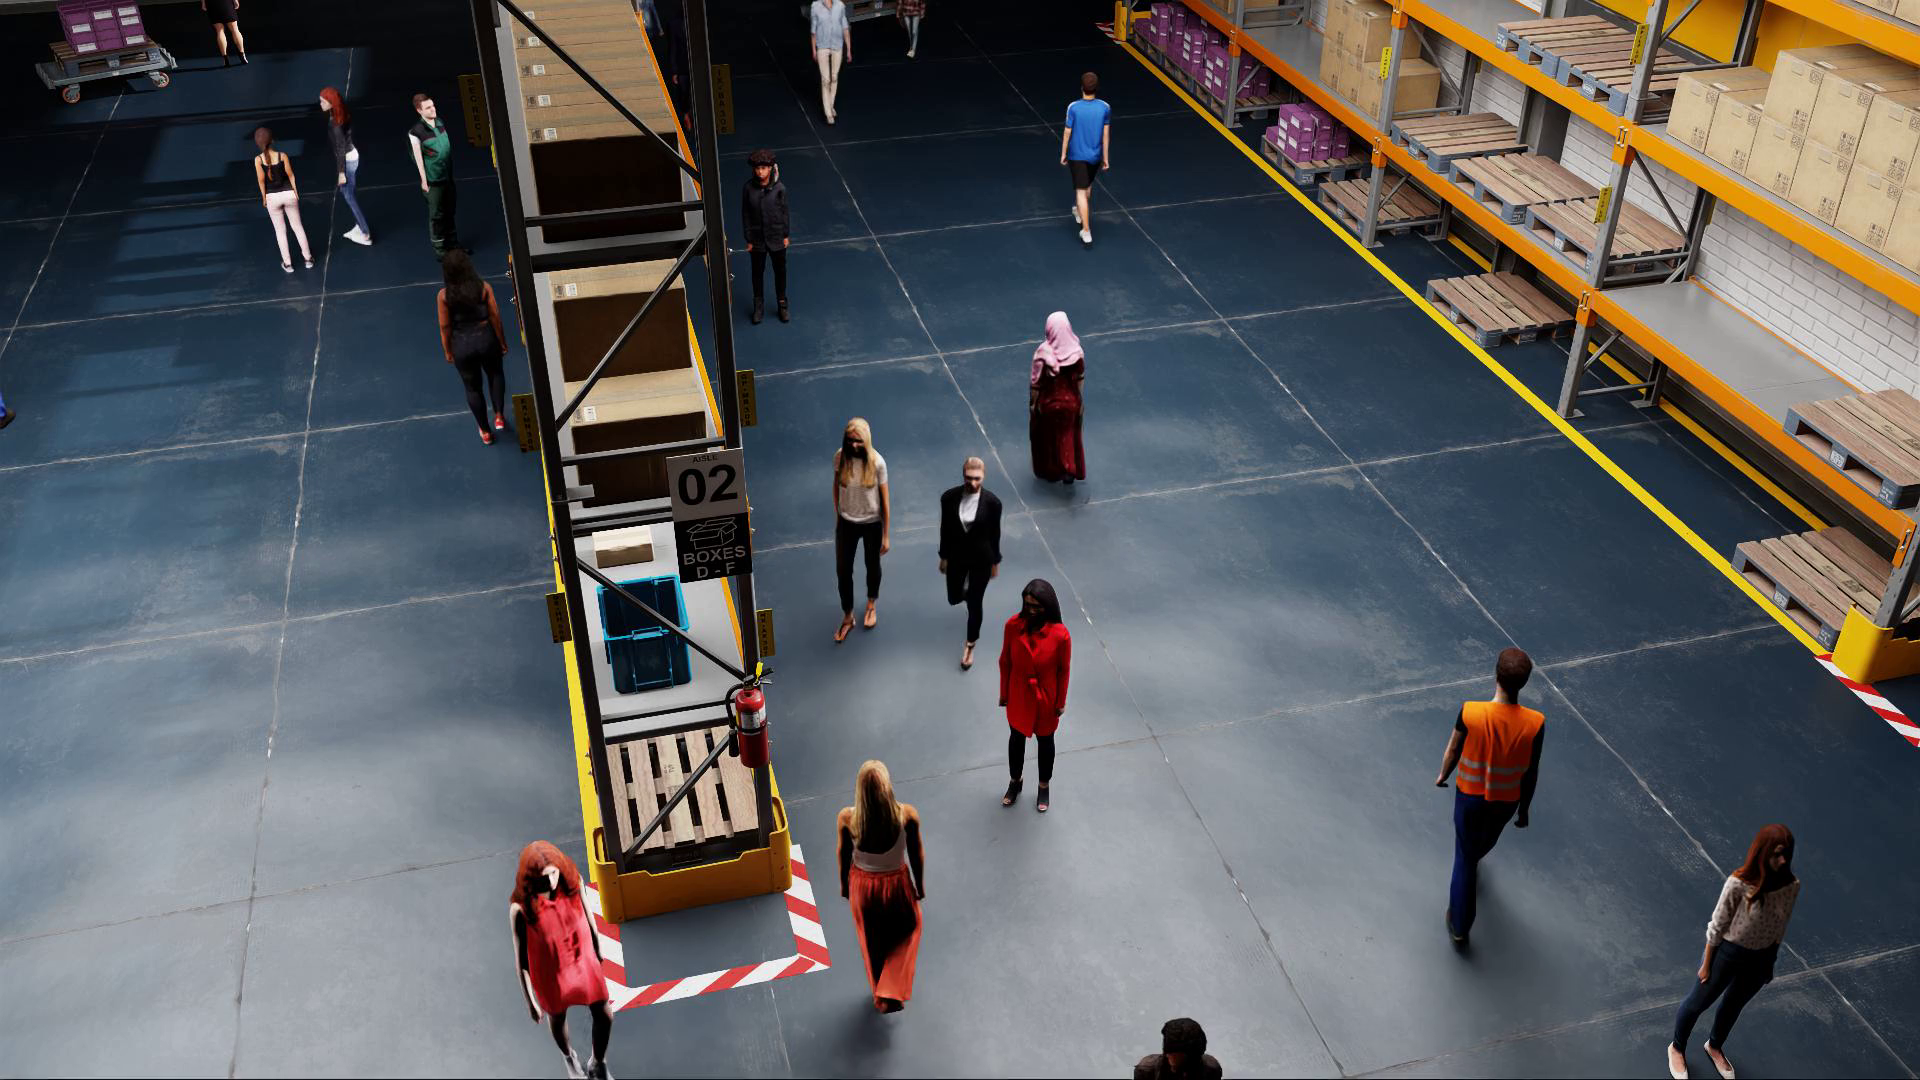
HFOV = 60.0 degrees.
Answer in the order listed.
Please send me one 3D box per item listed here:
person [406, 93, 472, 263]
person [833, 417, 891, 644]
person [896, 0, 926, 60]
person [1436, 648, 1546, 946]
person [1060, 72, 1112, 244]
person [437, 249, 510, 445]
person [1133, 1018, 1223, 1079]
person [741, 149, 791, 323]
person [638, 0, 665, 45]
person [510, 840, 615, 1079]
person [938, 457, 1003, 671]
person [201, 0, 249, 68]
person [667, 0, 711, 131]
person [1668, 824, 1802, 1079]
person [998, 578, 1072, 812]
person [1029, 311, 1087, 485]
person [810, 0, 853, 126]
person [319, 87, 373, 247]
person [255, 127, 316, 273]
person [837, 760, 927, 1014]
[{"bbox_3d":[-5.616,-3.896,17.852,0.798,1.842,0.710,12,35,17],"label":"person"},{"bbox_3d":[-0.691,-0.157,12.258,0.783,1.806,0.871,5,34,8],"label":"person"},{"bbox_3d":[-0.682,-7.621,23.967,0.815,1.276,0.941,11,35,16],"label":"person"},{"bbox_3d":[3.070,1.544,9.673,1.023,1.836,1.290,6,34,9],"label":"person"},{"bbox_3d":[1.388,-4.174,18.289,0.730,1.820,1.224,-5,34,-8],"label":"person"},{"bbox_3d":[-4.206,-1.645,14.504,0.724,1.799,0.695,-13,36,-18],"label":"person"},{"bbox_3d":[0.993,2.952,7.743,1.115,1.628,0.725,-8,34,-12],"label":"person"},{"bbox_3d":[-1.937,-3.059,16.648,0.659,1.780,0.639,-3,34,-5],"label":"person"},{"bbox_3d":[-4.410,-7.054,22.960,0.762,1.447,0.992,-21,39,-28],"label":"person"},{"bbox_3d":[-2.114,2.204,8.703,0.741,1.810,0.763,-22,39,-29],"label":"person"},{"bbox_3d":[0.078,0.116,11.951,0.839,1.692,0.967,6,34,10],"label":"person"},{"bbox_3d":[-10.424,-7.537,23.442,0.690,1.718,0.652,-15,36,-21],"label":"person"},{"bbox_3d":[-3.414,-5.940,20.970,0.754,1.796,1.128,-6,34,-9],"label":"person"},{"bbox_3d":[4.116,2.188,8.803,0.618,1.726,0.582,-2,34,-3],"label":"person"},{"bbox_3d":[0.467,0.992,10.582,0.727,1.748,0.763,9,35,14],"label":"person"},{"bbox_3d":[0.822,-1.131,13.878,0.647,1.635,0.738,-8,34,-11],"label":"person"},{"bbox_3d":[-1.715,-6.420,21.665,0.718,1.824,0.974,-13,36,-19],"label":"person"},{"bbox_3d":[-6.670,-4.085,18.194,0.704,1.777,0.530,-9,35,-13],"label":"person"},{"bbox_3d":[-7.227,-3.630,17.704,0.569,1.563,0.556,-15,37,-22],"label":"person"},{"bbox_3d":[-0.435,1.975,9.061,0.757,1.796,0.846,2,34,3],"label":"person"}]
